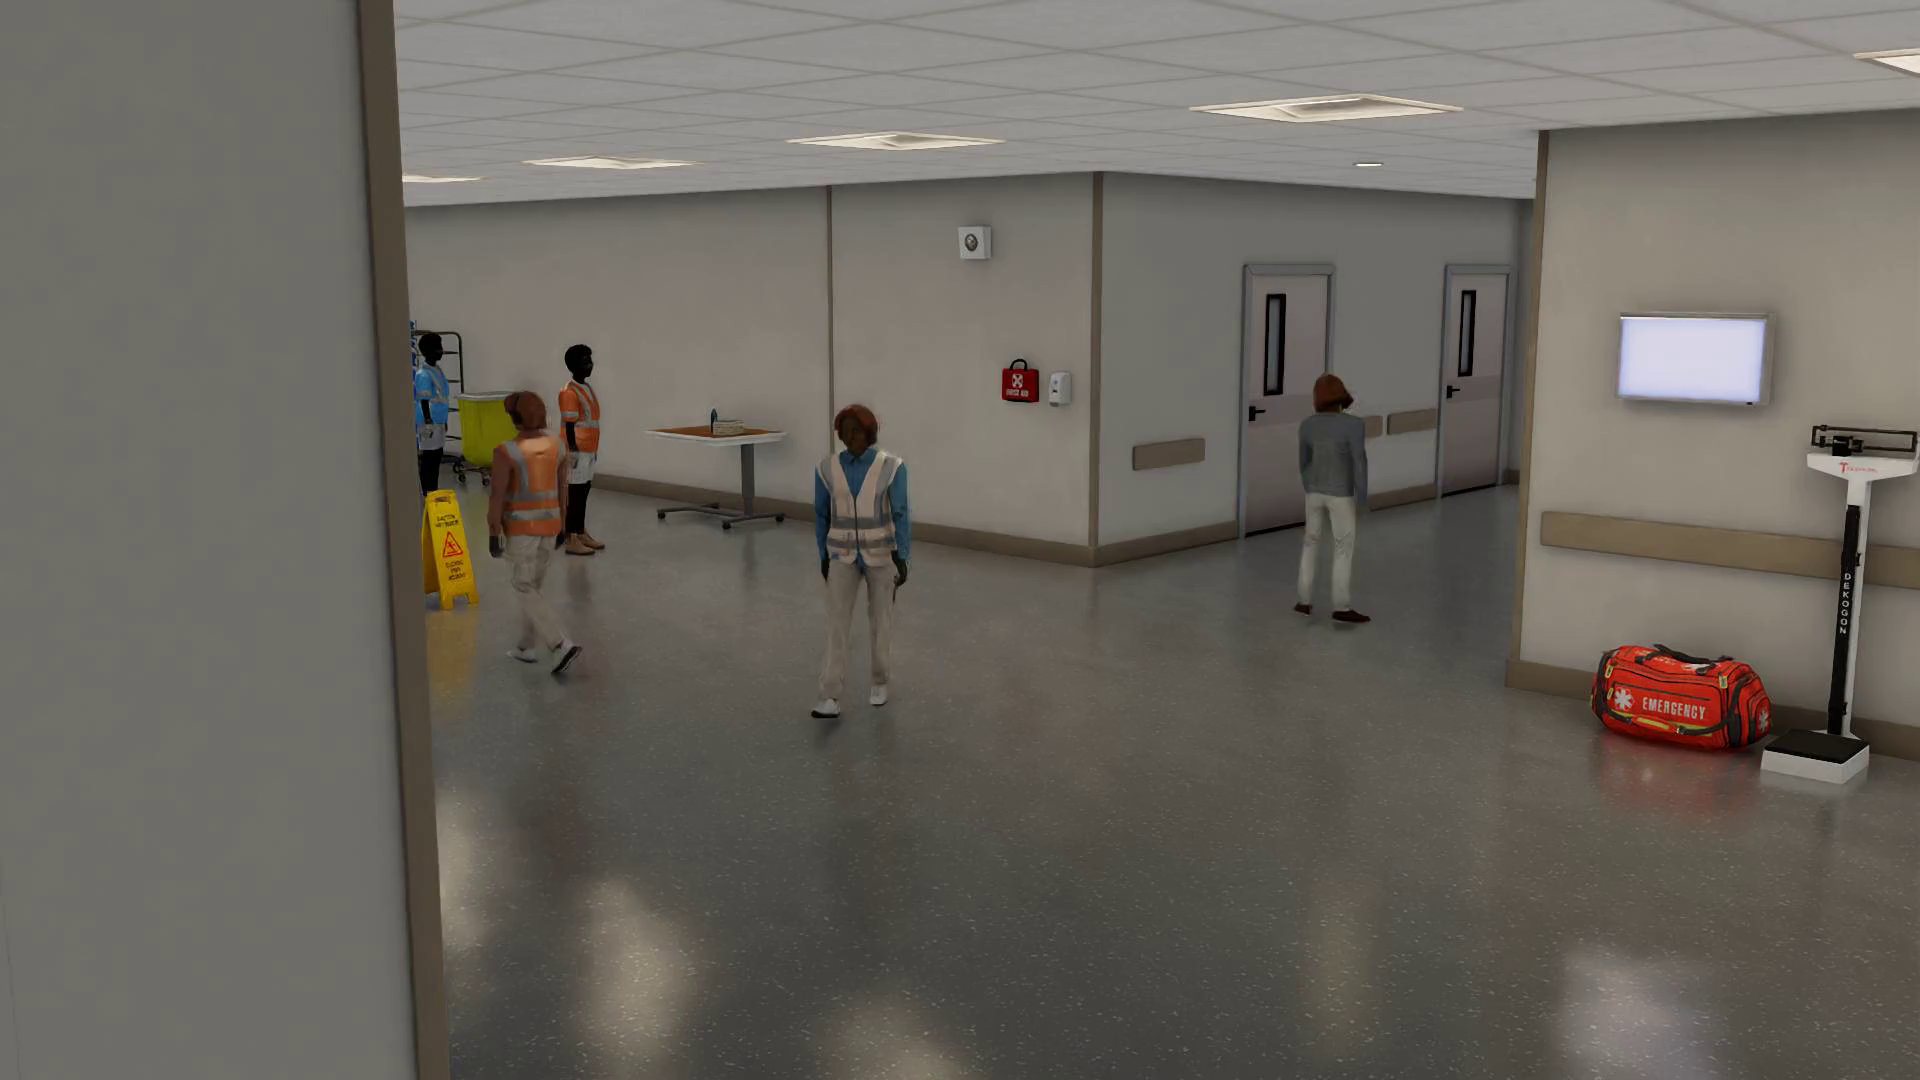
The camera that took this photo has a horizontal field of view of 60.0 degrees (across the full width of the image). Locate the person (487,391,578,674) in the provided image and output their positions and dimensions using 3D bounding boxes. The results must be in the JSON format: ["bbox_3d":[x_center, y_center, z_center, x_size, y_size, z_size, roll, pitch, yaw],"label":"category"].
[{"bbox_3d":[-2.434,-0.045,9.505,0.722,1.614,0.526,7,11,35],"label":"person"}]

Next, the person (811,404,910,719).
[{"bbox_3d":[-0.514,0.122,8.491,0.532,1.598,0.833,2,9,10],"label":"person"}]

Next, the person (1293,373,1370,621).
[{"bbox_3d":[2.427,-0.272,10.903,0.330,1.616,0.576,-8,12,-41],"label":"person"}]

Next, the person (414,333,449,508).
[{"bbox_3d":[-5.072,-1.142,16.000,0.320,1.690,0.535,0,9,0],"label":"person"}]

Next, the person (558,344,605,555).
[{"bbox_3d":[-3.064,-0.731,13.443,0.316,1.695,0.541,1,9,5],"label":"person"}]
